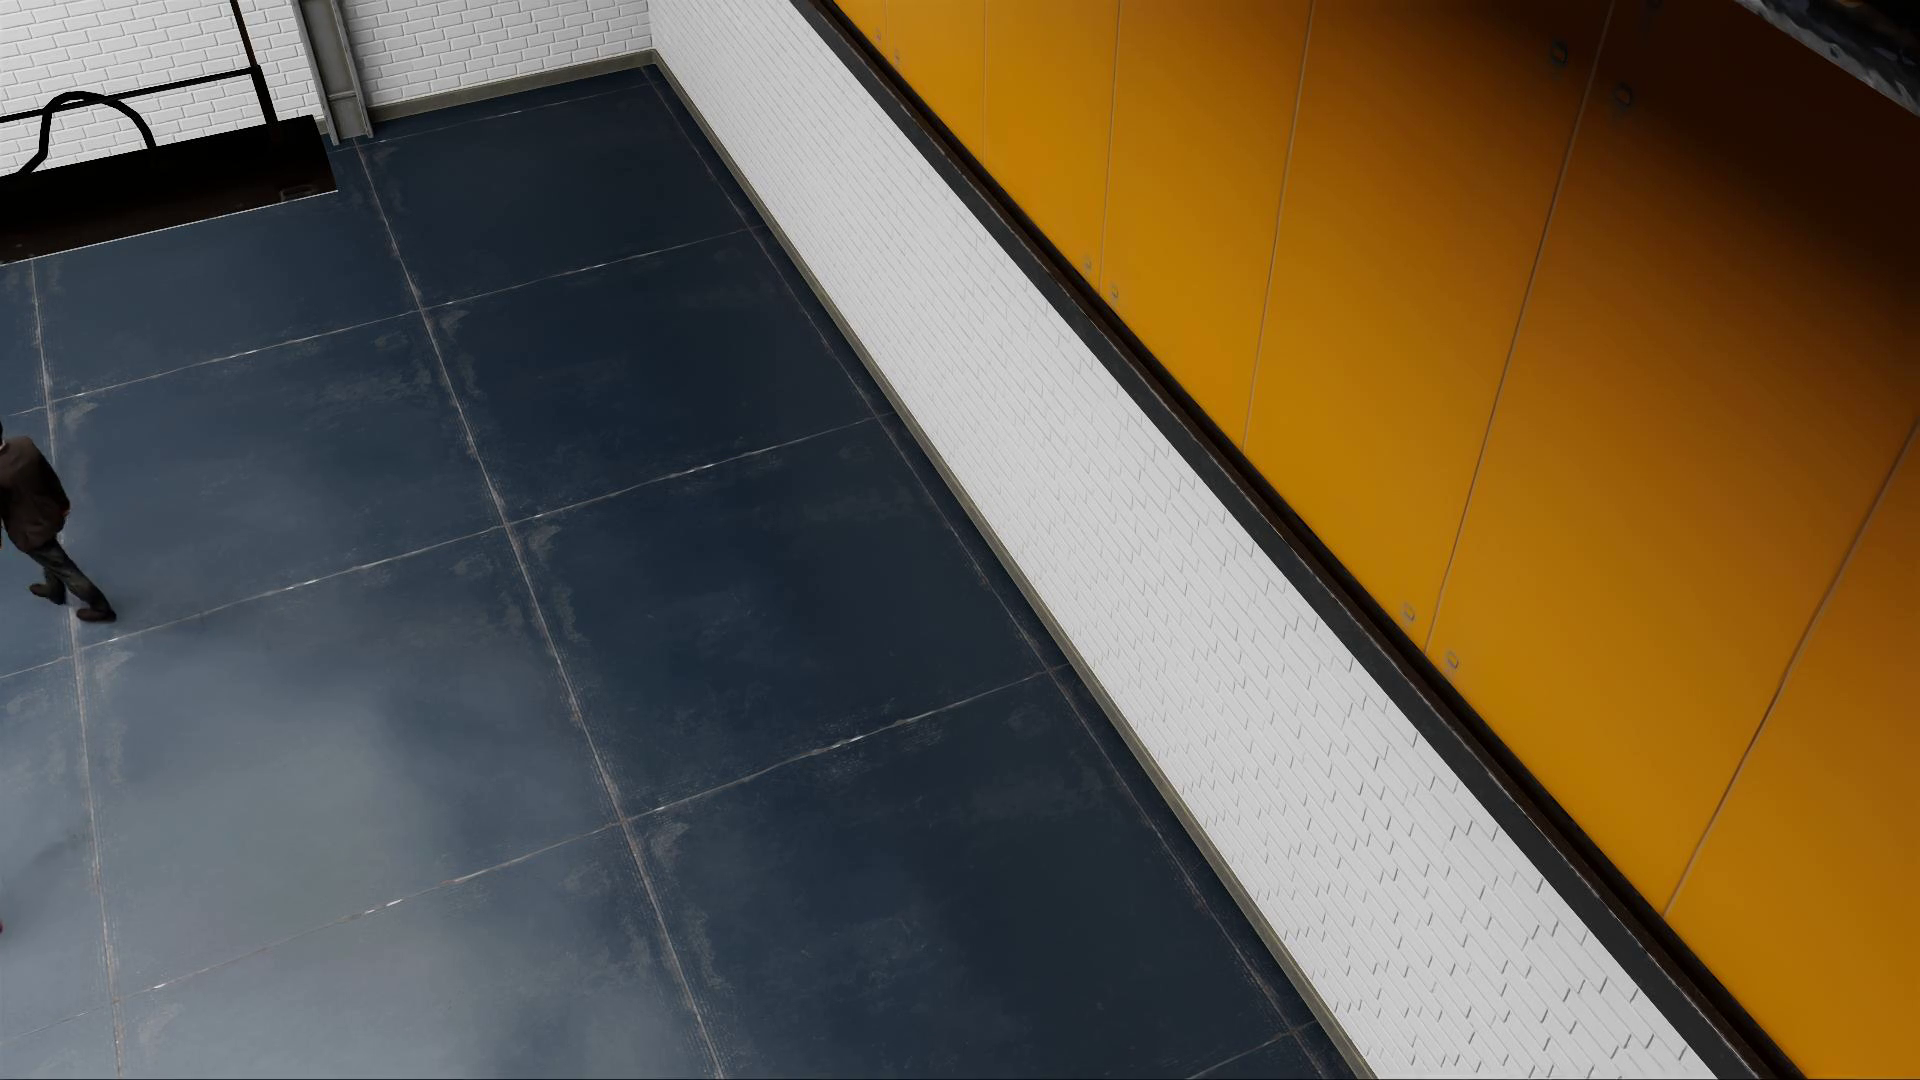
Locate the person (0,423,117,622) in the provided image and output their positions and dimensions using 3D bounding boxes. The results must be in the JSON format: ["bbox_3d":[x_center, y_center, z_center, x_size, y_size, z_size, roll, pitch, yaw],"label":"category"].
[{"bbox_3d":[-6.077,-0.098,11.071,1.096,1.779,1.003,7,44,7],"label":"person"}]
